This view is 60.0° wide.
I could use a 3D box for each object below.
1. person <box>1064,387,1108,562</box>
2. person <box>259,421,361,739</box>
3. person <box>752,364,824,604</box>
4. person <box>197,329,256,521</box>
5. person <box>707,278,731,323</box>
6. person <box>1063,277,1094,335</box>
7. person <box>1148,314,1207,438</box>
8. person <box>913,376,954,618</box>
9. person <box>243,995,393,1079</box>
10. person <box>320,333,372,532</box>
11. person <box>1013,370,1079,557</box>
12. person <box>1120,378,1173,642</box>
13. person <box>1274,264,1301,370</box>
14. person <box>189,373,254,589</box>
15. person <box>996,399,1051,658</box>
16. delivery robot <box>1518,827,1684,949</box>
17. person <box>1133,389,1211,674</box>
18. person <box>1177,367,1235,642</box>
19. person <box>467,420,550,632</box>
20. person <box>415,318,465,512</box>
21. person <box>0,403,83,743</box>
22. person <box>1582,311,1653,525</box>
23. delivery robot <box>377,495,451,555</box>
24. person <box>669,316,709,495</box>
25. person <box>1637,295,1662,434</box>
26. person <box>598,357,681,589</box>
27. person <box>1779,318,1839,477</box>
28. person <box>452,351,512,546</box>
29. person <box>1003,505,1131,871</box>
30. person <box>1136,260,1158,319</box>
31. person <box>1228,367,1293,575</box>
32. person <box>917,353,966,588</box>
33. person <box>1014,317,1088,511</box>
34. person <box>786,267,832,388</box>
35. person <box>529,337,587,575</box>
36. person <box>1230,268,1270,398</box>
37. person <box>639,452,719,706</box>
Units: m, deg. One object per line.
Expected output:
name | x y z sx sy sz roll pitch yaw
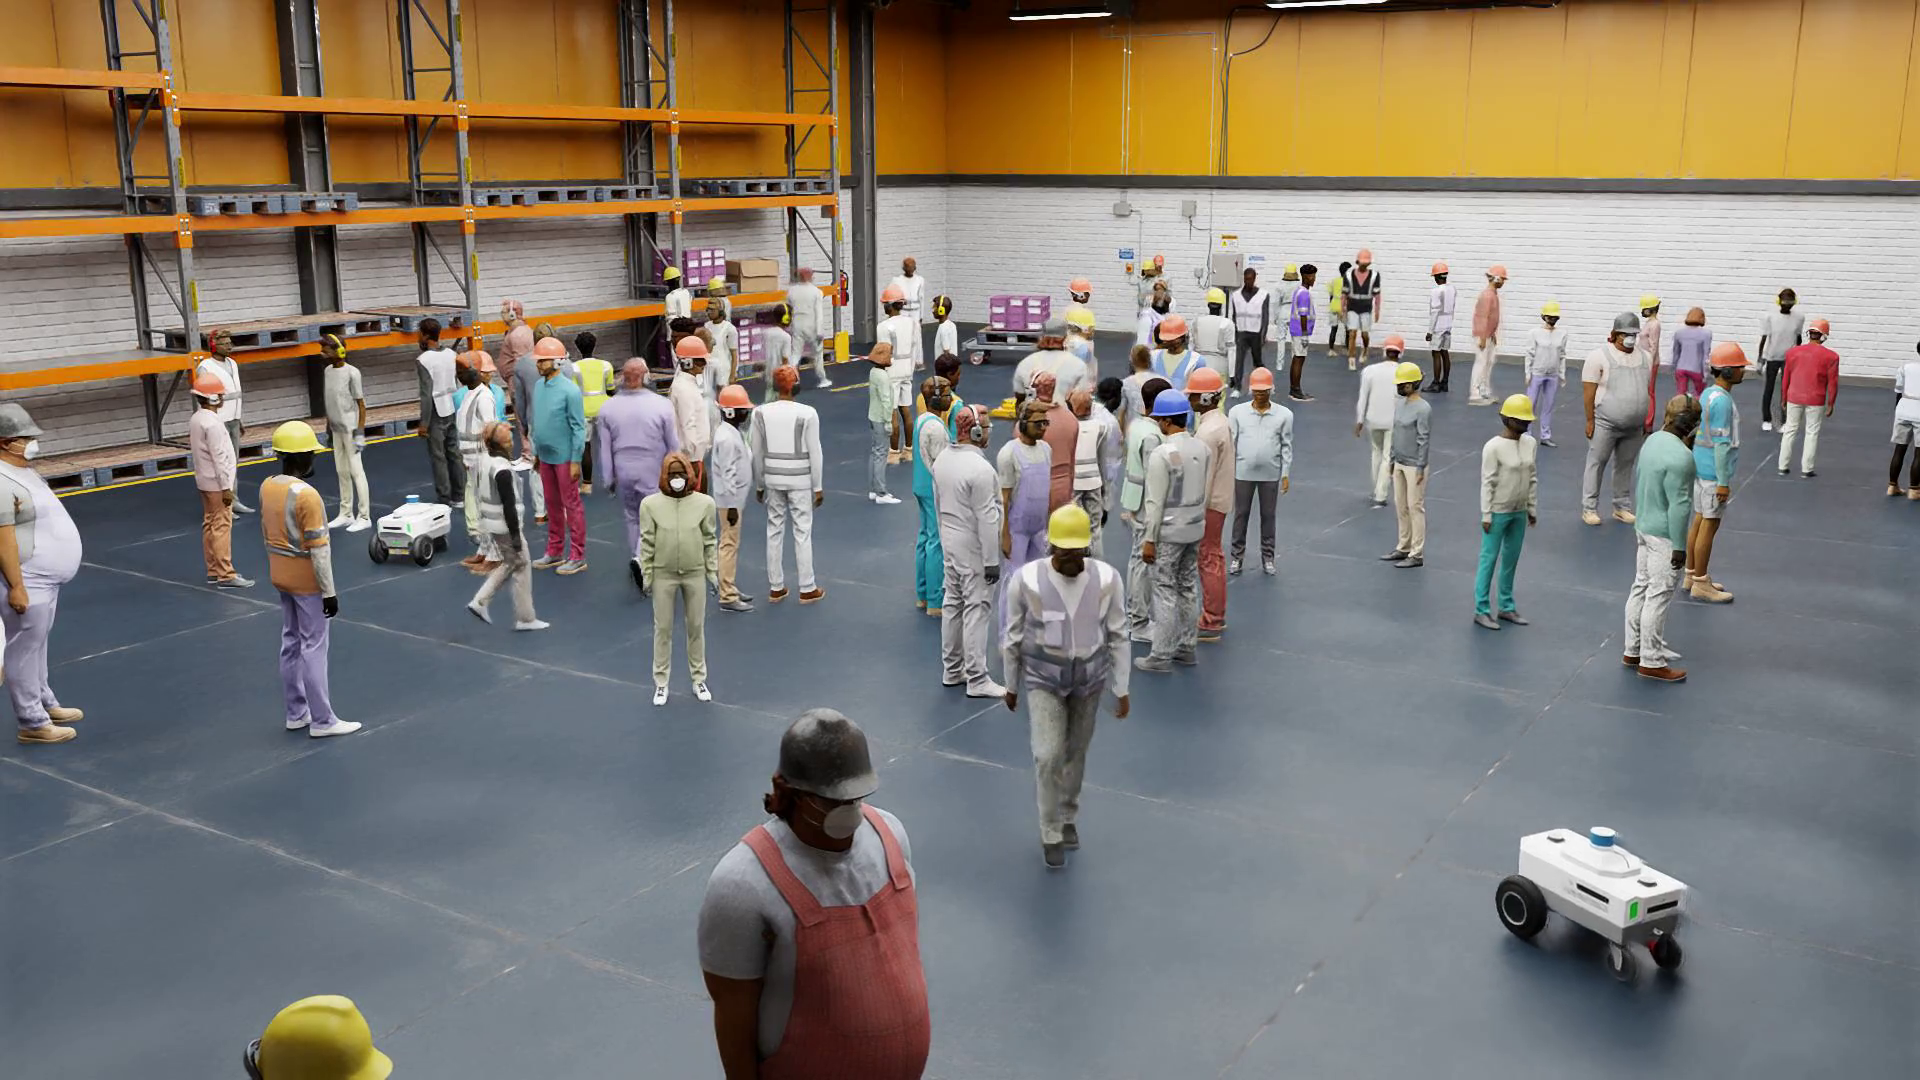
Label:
person | 0.964 -0.418 13.495 0.514 1.642 0.315 -5 14 -22
person | -3.944 0.240 10.014 0.587 1.927 0.367 10 16 37
person | -1.339 -0.430 13.026 0.572 1.880 0.358 4 14 18
person | -7.142 -1.121 16.103 0.373 1.840 0.571 1 13 4
person | -3.513 -2.963 24.346 0.340 1.726 0.496 5 14 22
person | 1.473 -2.267 20.739 0.381 1.994 0.620 -5 14 -20
person | 1.989 -1.106 15.612 0.615 2.034 0.398 7 15 29
person | -0.180 -0.329 12.662 0.345 1.846 0.508 -4 14 -18
person | -1.355 1.805 3.601 0.340 1.761 0.526 -1 13 -3
person | -5.762 -1.009 15.558 0.521 1.873 0.335 9 16 33
person | 0.600 -0.319 12.486 0.399 1.908 0.643 12 18 42
person | 1.356 -0.221 12.034 0.375 1.917 0.599 0 13 -2
person | 5.416 -3.669 27.375 0.492 1.741 0.312 3 13 11
person | -6.029 -0.482 13.527 0.334 1.750 0.565 -10 17 -38
person | 0.455 -0.069 11.549 0.340 1.838 0.516 12 18 43
delivery robot | 2.813 1.506 7.323 0.477 0.478 0.707 -6 14 -25
person | 1.446 -0.056 11.292 0.421 1.934 0.613 11 17 41
person | 1.780 -0.260 12.059 0.407 1.985 0.618 4 14 16
person | -3.313 -0.094 12.144 0.512 1.611 0.538 -7 15 -28
person | -5.126 -1.223 16.392 0.402 1.912 0.644 3 13 13
person | -5.569 0.186 10.001 0.537 2.000 0.678 -5 14 -19
person | 6.283 -1.156 15.819 0.680 2.000 0.537 -2 13 -10
delivery robot | -4.754 -0.148 14.499 0.477 0.478 0.707 3 13 13
person | -2.618 -1.189 16.130 0.366 1.961 0.610 -3 13 -11
person | 8.689 -2.221 21.061 0.324 1.760 0.523 3 13 15
person | -2.582 -0.528 13.429 0.654 1.889 0.715 3 13 13
person | 9.297 -1.554 18.213 0.575 1.737 0.355 11 17 40
person | -4.300 -0.838 15.064 0.328 1.753 0.560 8 15 32
person | 0.545 0.722 8.185 0.609 1.803 0.694 -2 13 -9
person | 3.218 -3.922 28.493 0.344 1.738 0.484 -12 17 -42
person | 2.492 -0.575 13.927 0.563 1.752 0.325 2 13 7
person | -0.137 -0.565 13.534 0.384 1.913 0.596 -9 16 -35
person | 0.895 -1.109 15.616 0.703 2.000 0.901 3 13 14
person | -2.320 -3.157 24.922 0.657 1.856 1.018 6 14 23
person | -3.390 -0.707 13.972 0.608 1.996 0.382 11 17 40
person | 4.267 -3.058 24.428 0.595 1.884 0.970 6 14 26
person | -1.791 0.244 10.637 0.499 1.634 0.279 -4 13 -15
